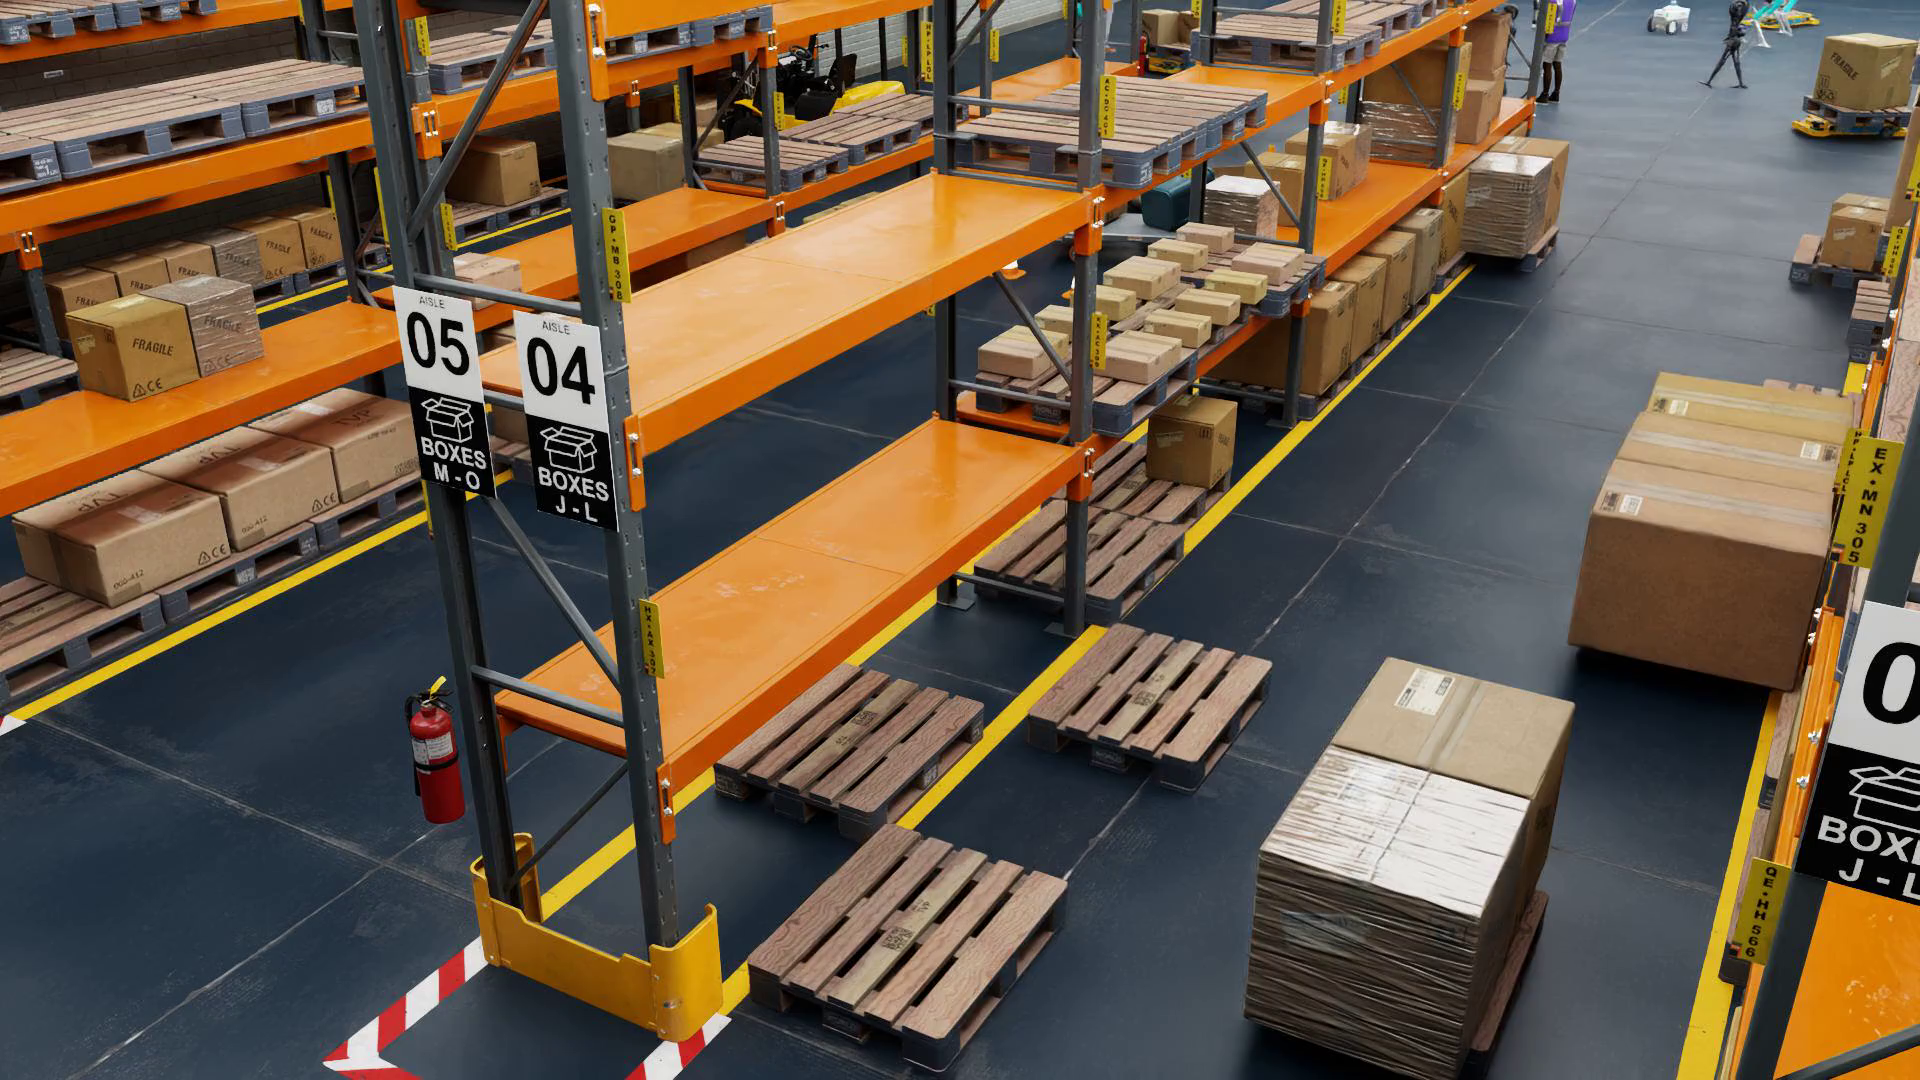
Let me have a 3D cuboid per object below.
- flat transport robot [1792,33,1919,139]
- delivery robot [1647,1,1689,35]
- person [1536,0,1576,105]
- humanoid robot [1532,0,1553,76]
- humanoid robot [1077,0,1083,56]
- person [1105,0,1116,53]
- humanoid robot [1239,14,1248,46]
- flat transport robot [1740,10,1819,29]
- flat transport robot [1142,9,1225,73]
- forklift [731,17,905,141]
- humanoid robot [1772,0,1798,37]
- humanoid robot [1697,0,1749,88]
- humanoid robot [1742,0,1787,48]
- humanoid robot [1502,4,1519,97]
[{"bbox_3d":[12.636,-5.870,23.538,1.431,0.231,0.659,0,26,0],"label":"flat transport robot"},{"bbox_3d":[13.521,-9.930,31.667,0.816,0.612,0.499,-16,30,-29],"label":"delivery robot"},{"bbox_3d":[9.013,-7.595,25.185,0.596,1.958,0.371,-19,32,-35],"label":"person"},{"bbox_3d":[9.736,-8.496,27.334,0.541,1.806,0.715,-13,28,-24],"label":"humanoid robot"},{"bbox_3d":[2.203,-9.335,29.040,0.535,1.743,0.772,22,33,37],"label":"humanoid robot"},{"bbox_3d":[2.520,-9.550,29.278,0.494,1.914,0.648,-8,27,-16],"label":"person"},{"bbox_3d":[4.007,-6.613,23.459,0.609,1.643,0.363,20,32,35],"label":"humanoid robot"},{"bbox_3d":[15.997,-10.148,32.429,1.431,0.231,0.659,-13,28,-24],"label":"flat transport robot"},{"bbox_3d":[3.728,-8.129,28.233,0.659,0.231,1.431,23,34,39],"label":"flat transport robot"},{"bbox_3d":[-1.819,-5.975,21.543,2.313,2.155,1.214,14,29,26],"label":"forklift"},{"bbox_3d":[15.518,-10.319,31.106,0.670,1.818,0.540,1,26,1],"label":"humanoid robot"},{"bbox_3d":[12.237,-8.002,26.381,0.759,1.625,0.601,10,27,19],"label":"humanoid robot"},{"bbox_3d":[14.582,-9.775,30.068,0.547,1.870,0.823,-14,29,-27],"label":"humanoid robot"},{"bbox_3d":[7.849,-6.955,24.177,0.520,1.636,0.603,10,28,20],"label":"humanoid robot"}]
